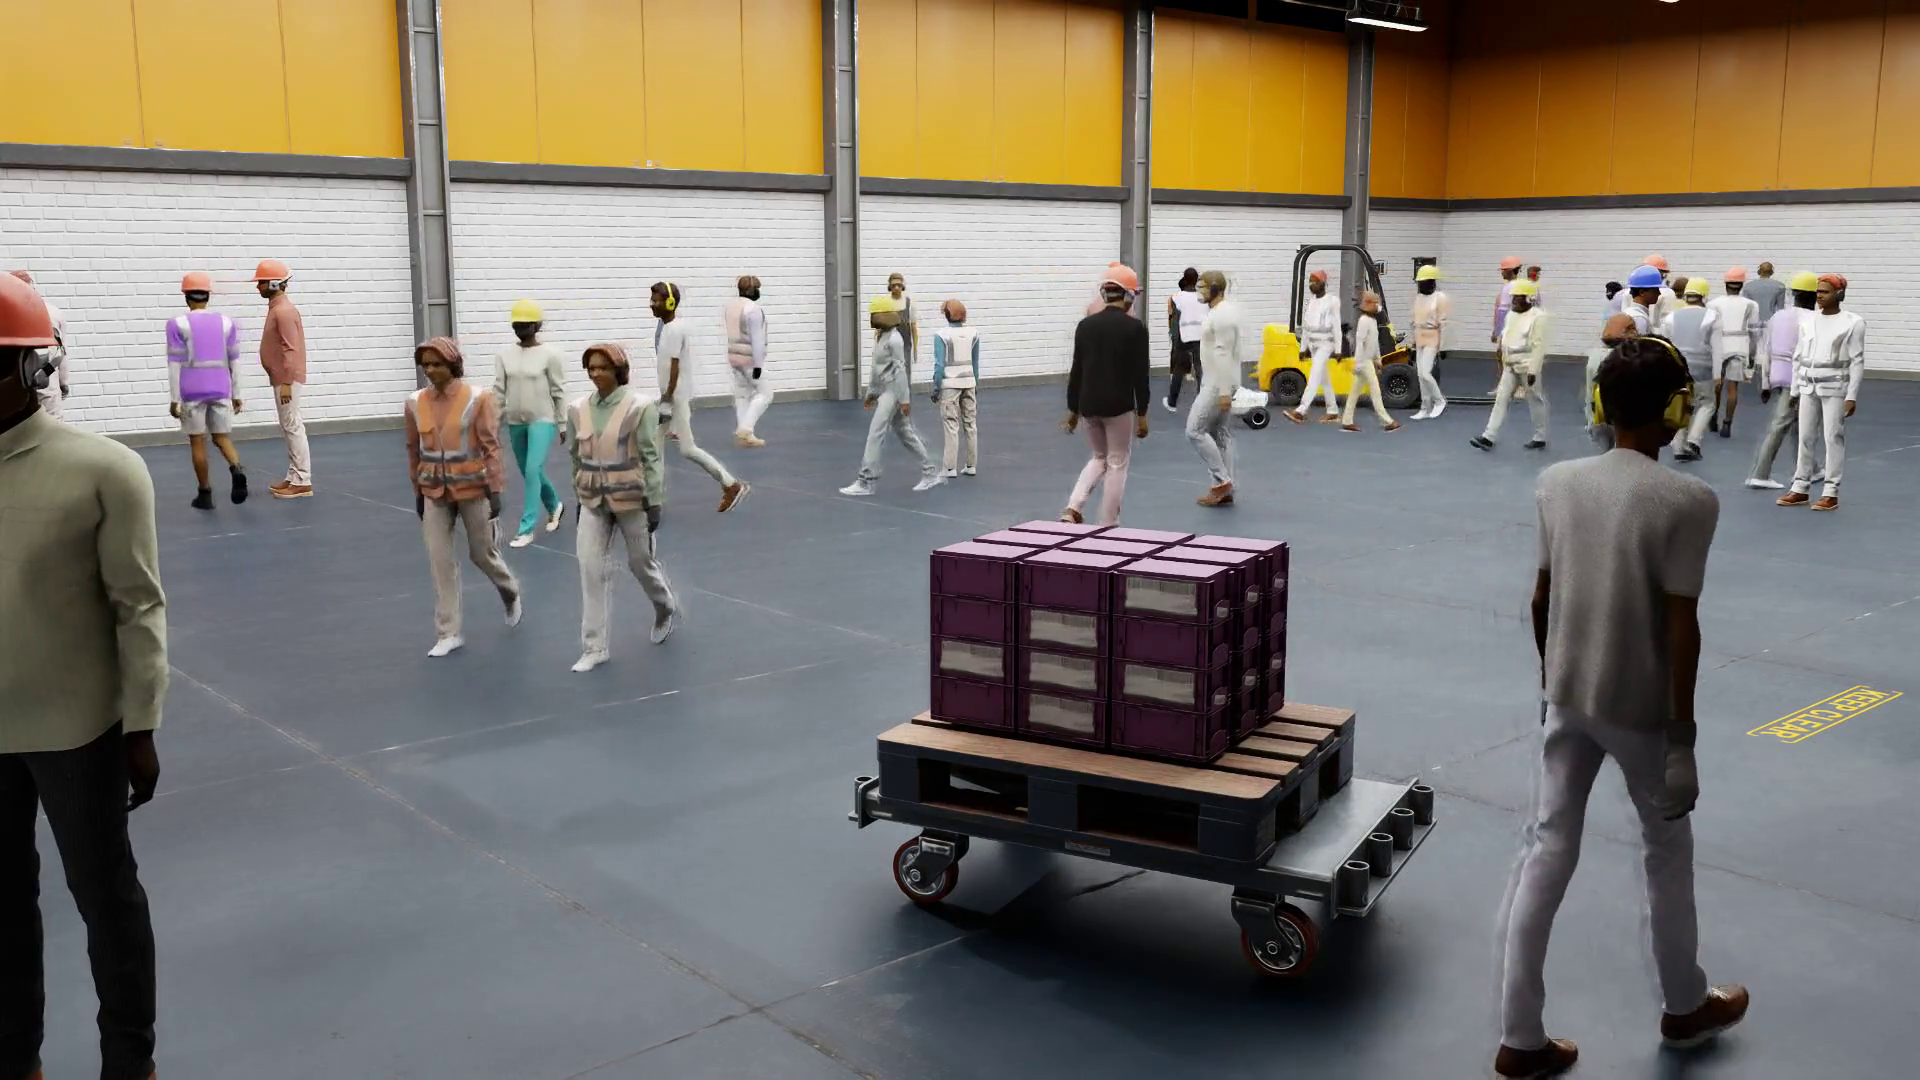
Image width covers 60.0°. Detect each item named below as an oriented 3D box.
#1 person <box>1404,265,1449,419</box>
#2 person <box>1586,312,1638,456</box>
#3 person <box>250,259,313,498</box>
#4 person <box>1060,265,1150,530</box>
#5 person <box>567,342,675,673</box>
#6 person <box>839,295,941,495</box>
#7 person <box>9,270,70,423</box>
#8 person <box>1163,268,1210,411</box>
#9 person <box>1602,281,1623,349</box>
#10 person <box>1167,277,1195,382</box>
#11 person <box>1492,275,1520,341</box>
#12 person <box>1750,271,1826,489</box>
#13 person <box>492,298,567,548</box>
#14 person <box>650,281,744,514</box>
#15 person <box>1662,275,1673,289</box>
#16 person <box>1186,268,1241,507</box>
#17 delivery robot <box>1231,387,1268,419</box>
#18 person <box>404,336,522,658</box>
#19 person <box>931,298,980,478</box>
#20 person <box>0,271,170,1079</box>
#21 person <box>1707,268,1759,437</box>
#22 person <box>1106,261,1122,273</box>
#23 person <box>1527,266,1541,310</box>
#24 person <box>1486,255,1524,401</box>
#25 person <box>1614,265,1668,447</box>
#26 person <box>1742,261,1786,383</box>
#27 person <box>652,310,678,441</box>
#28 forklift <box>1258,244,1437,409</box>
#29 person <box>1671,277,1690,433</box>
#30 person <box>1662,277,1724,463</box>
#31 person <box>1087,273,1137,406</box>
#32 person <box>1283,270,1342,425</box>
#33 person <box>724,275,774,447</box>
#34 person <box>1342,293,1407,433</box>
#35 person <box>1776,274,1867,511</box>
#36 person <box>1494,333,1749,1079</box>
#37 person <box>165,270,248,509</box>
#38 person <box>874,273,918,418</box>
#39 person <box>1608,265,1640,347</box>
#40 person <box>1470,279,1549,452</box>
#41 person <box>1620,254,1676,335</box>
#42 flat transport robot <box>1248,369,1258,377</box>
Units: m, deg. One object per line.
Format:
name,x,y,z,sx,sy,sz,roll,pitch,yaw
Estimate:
person,5.757,-2.431,20.547,0.418,1.912,0.599,-3,10,-19
person,4.722,-0.831,12.030,0.394,1.616,0.517,-5,11,-28
person,-5.697,-1.350,13.977,0.396,1.993,0.618,-5,11,-26
person,1.035,-0.916,11.555,0.619,1.963,0.566,9,14,44
person,-1.688,-0.191,8.331,0.522,1.615,0.756,3,10,17
person,-0.569,-1.238,14.189,0.911,1.700,0.487,-3,10,-16
person,-7.980,-1.351,14.262,0.406,1.902,0.639,9,13,41
person,2.954,-2.553,21.398,0.624,1.862,1.002,-3,10,-15
person,9.409,-2.852,23.718,0.678,1.675,0.532,0,10,0
person,3.607,-3.397,26.855,0.535,1.691,0.319,4,10,21
person,9.025,-3.493,27.297,0.558,1.735,0.711,2,10,13
person,7.330,-1.377,14.467,0.976,1.882,0.610,-1,10,-8
person,-3.039,-0.859,11.874,0.527,1.737,0.854,3,10,16
person,-2.169,-1.100,12.995,0.893,1.841,0.534,-4,10,-22
person,10.763,-3.395,25.815,0.698,2.000,1.024,6,11,30
person,2.029,-1.205,13.333,0.466,1.921,0.666,1,10,3
delivery robot,3.253,-1.638,19.597,0.707,0.478,0.477,0,10,2
person,-2.565,-0.245,8.594,0.540,1.621,0.647,2,10,9
person,-0.035,-1.382,15.198,0.514,1.642,0.310,-7,12,-37
person,-2.086,0.400,3.728,0.611,1.996,0.379,1,10,3
person,8.720,-2.129,18.852,0.571,1.880,0.992,3,10,19
person,2.322,-3.191,24.917,0.360,1.940,0.543,-5,11,-27
person,10.065,-3.914,29.427,0.389,1.845,0.567,-1,10,-4
person,7.622,-2.961,23.298,0.735,2.020,0.621,8,12,39
person,5.357,-1.198,13.222,0.403,1.948,0.605,3,10,16
person,12.768,-3.458,26.484,0.632,1.940,0.372,4,10,21
person,-3.235,-1.905,18.310,0.280,1.624,0.494,-2,10,-14
forklift,5.256,-2.933,22.661,2.313,2.155,1.214,3,10,16
person,8.042,-2.056,18.778,0.643,1.797,0.955,7,12,36
person,7.130,-1.643,16.199,0.434,1.817,0.623,-9,13,-43
person,1.618,-1.880,17.370,0.431,1.890,0.676,-7,12,-35
person,4.240,-2.303,20.008,0.974,1.836,0.584,-4,11,-24
person,-2.233,-1.881,17.589,0.437,1.830,0.627,-8,12,-39
person,4.751,-2.010,18.974,0.801,1.592,0.523,4,11,24
person,6.894,-1.175,13.281,0.360,1.883,0.574,-5,11,-26
person,1.678,0.416,4.136,0.917,1.828,0.577,-7,12,-34
person,-5.970,-1.179,13.208,0.598,1.915,0.551,9,13,41
person,-0.762,-2.248,19.744,0.525,1.815,0.764,0,10,-3
person,8.104,-2.332,19.929,0.640,1.922,0.419,1,10,5
person,5.740,-1.788,17.150,0.914,1.781,0.617,-4,11,-23
person,7.728,-2.178,18.697,0.396,2.038,0.611,-9,13,-42
flat transport robot,5.442,-2.801,27.510,0.652,0.197,1.431,9,13,43
